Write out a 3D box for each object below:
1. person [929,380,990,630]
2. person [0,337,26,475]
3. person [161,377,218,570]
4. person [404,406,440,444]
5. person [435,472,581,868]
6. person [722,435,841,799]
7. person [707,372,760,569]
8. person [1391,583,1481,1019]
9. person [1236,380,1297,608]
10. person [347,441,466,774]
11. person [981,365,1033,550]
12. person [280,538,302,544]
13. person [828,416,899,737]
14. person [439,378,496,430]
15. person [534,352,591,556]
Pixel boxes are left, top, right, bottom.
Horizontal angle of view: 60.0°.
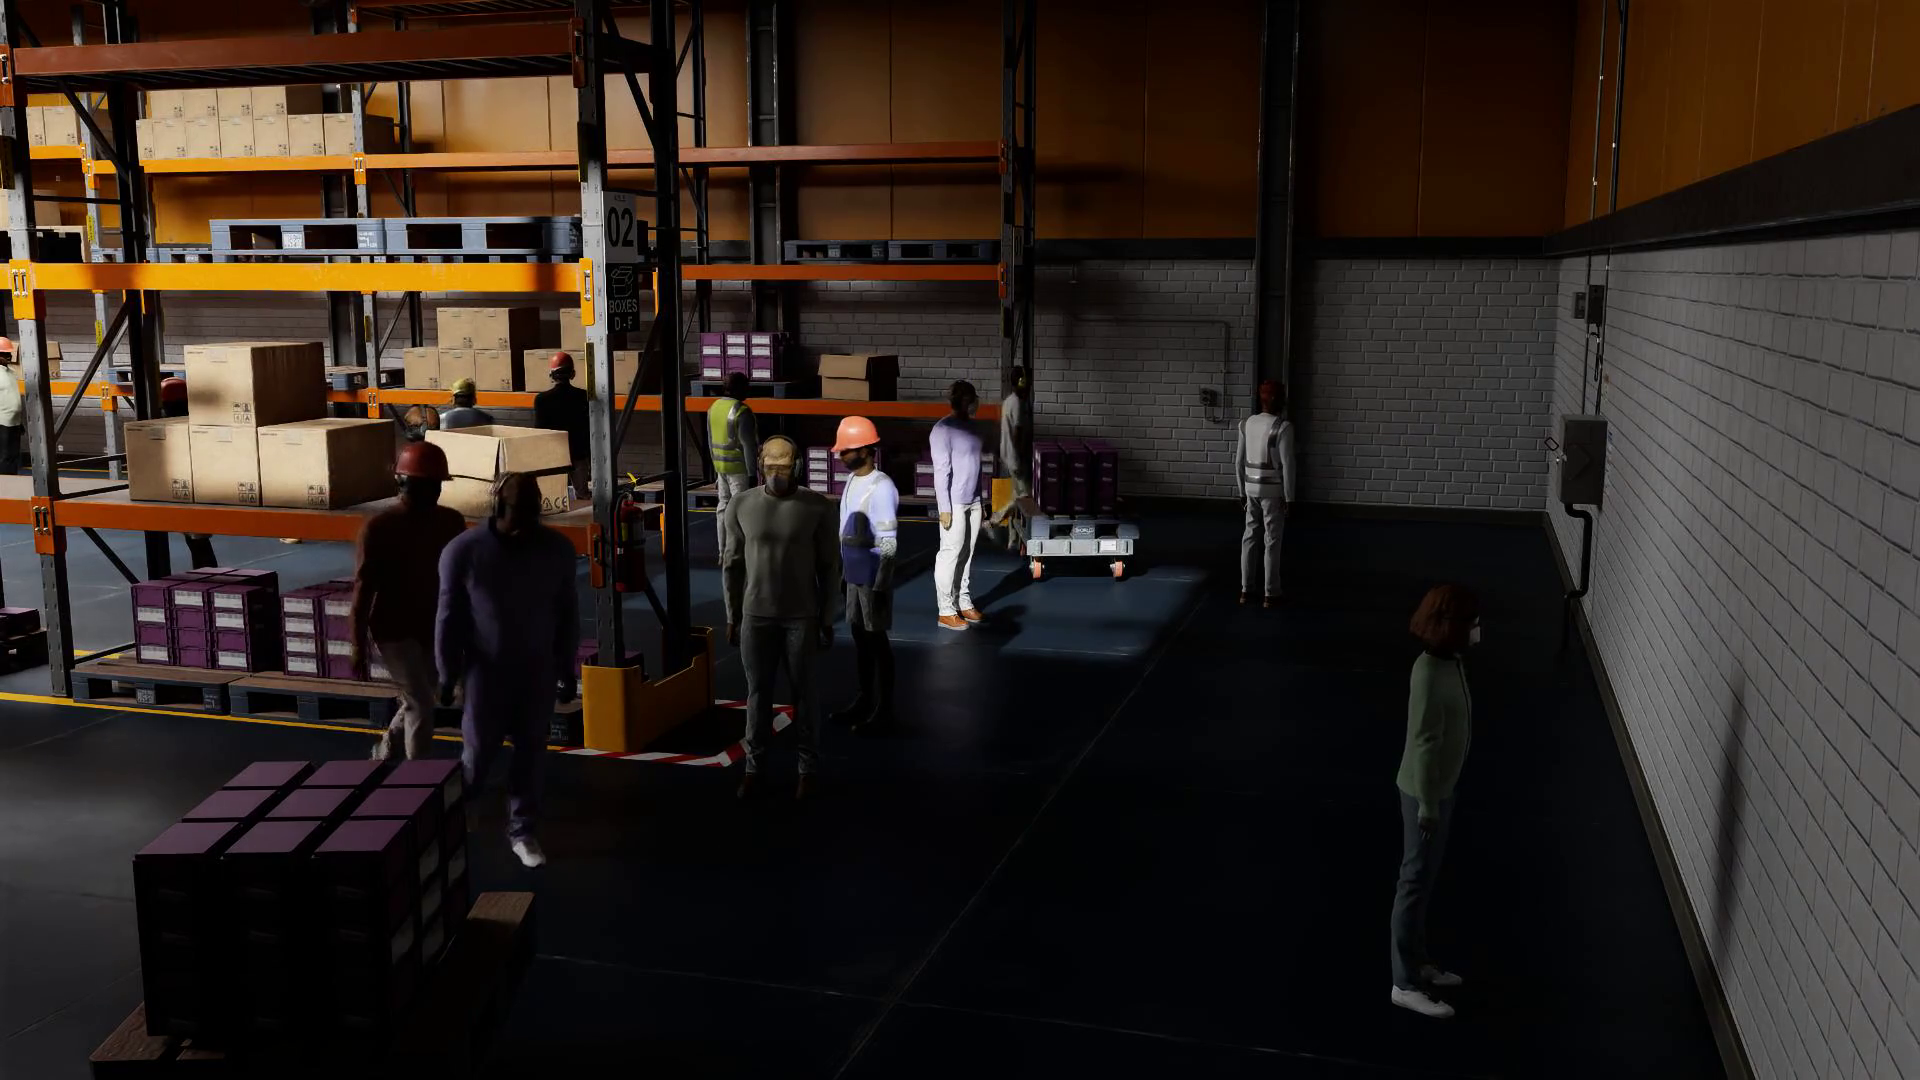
[{"bbox_3d":[0.009,-0.279,12.990,0.372,1.940,0.630,5,11,30],"label":"person"},{"bbox_3d":[-11.253,-1.398,19.633,0.385,1.993,0.624,0,9,-1],"label":"person"},{"bbox_3d":[-6.205,-0.341,13.378,0.375,1.934,0.547,-7,12,-37],"label":"person"},{"bbox_3d":[-3.781,-0.046,11.905,0.430,1.836,0.618,-3,10,-15],"label":"person"},{"bbox_3d":[-2.140,0.591,7.880,0.668,1.881,0.581,-5,11,-29],"label":"person"},{"bbox_3d":[-0.945,0.408,8.802,0.631,1.939,0.372,1,9,3],"label":"person"},{"bbox_3d":[-2.081,-0.651,15.555,0.429,1.840,0.636,-9,13,-42],"label":"person"},{"bbox_3d":[1.812,0.965,6.330,0.282,1.633,0.501,4,10,24],"label":"person"},{"bbox_3d":[2.544,-0.385,13.795,0.337,1.883,0.584,-7,12,-38],"label":"person"},{"bbox_3d":[-2.849,0.445,8.538,0.929,1.952,0.644,7,12,36],"label":"person"},{"bbox_3d":[0.506,-0.801,16.454,0.478,1.846,0.553,-1,9,-7],"label":"person"},{"bbox_3d":[-6.796,-0.890,17.031,0.430,1.837,0.624,4,10,21],"label":"person"},{"bbox_3d":[-0.585,0.215,10.012,0.374,1.928,0.542,-5,11,-29],"label":"person"},{"bbox_3d":[-4.610,-0.616,15.536,0.597,1.789,0.886,-2,10,-12],"label":"person"},{"bbox_3d":[-3.806,-0.814,16.079,0.609,1.995,0.376,-6,11,-30],"label":"person"}]
